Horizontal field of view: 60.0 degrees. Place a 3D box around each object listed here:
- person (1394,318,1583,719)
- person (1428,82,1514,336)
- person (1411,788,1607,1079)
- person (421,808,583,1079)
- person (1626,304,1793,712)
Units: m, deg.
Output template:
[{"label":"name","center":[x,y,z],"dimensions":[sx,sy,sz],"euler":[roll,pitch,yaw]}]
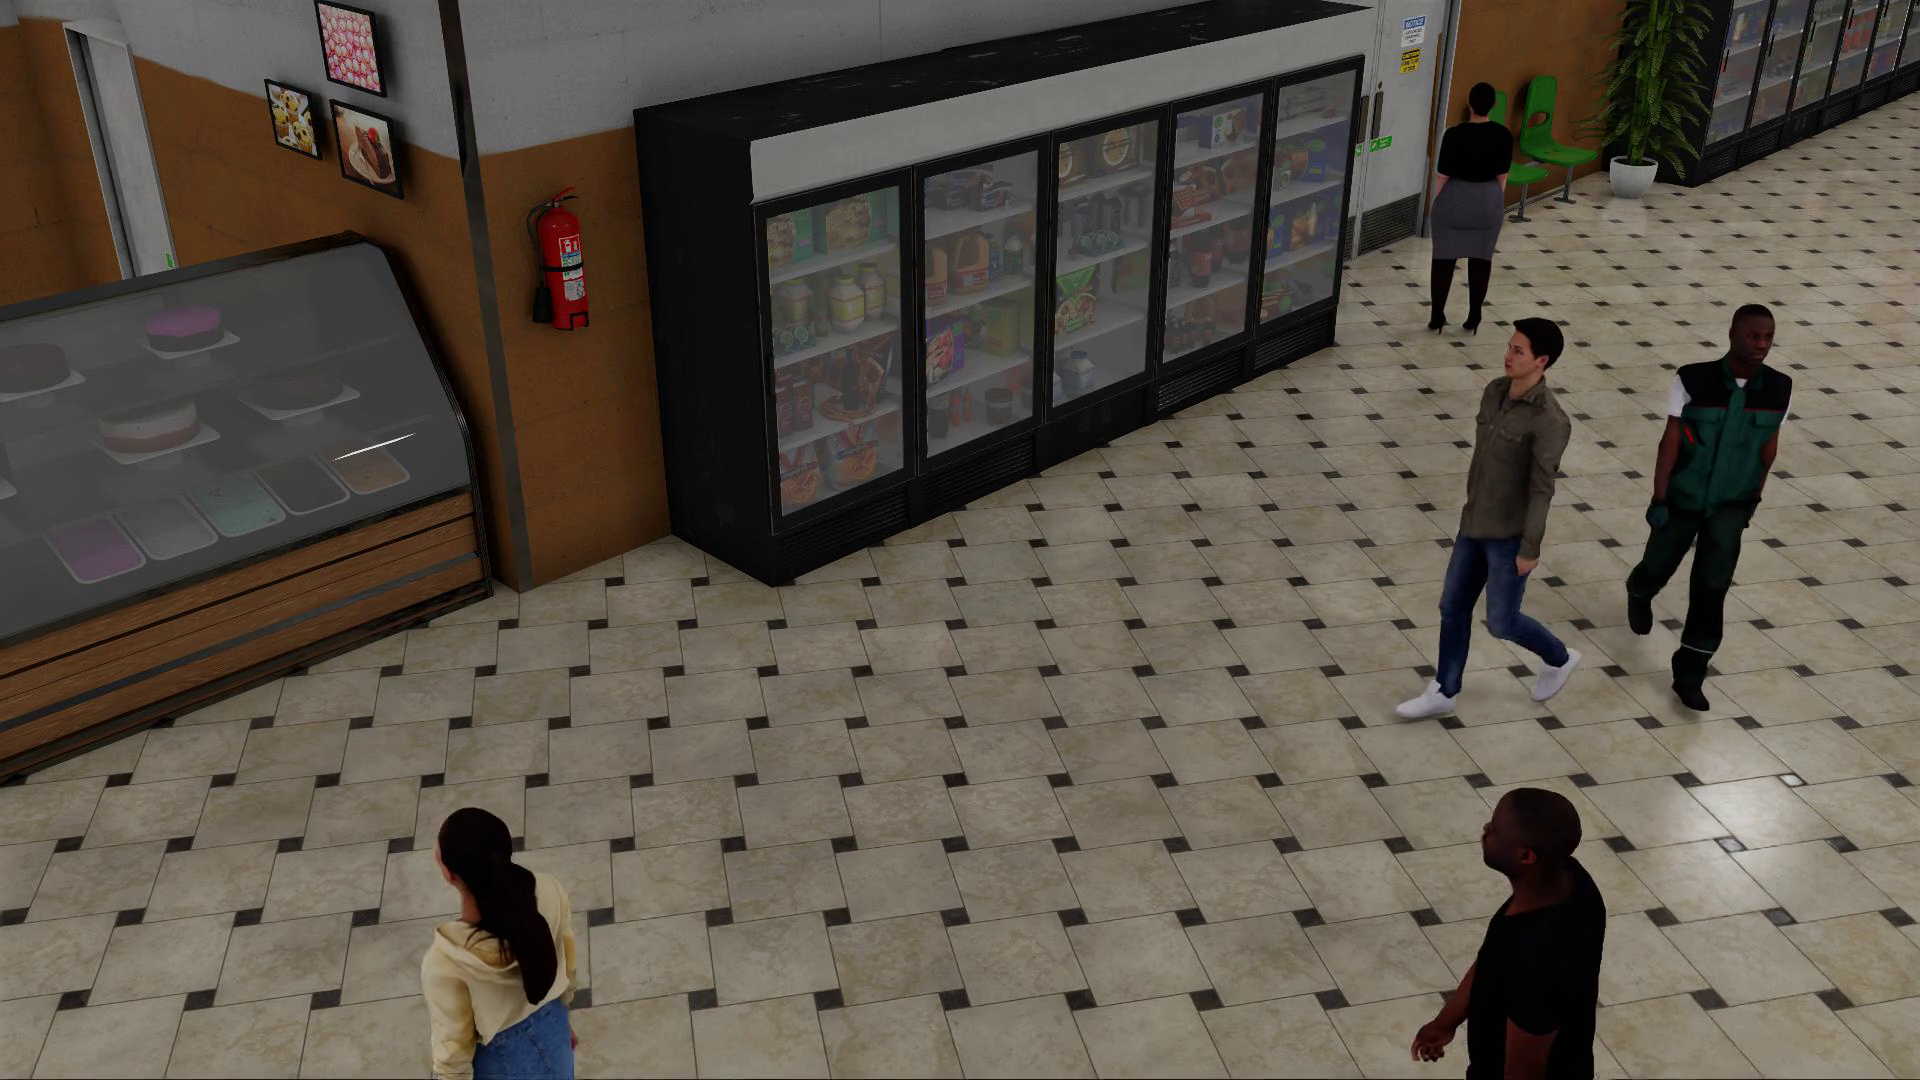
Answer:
[{"label":"person","center":[2.386,-0.051,7.091],"dimensions":[1.093,1.843,1.154],"euler":[-7,28,-14]},{"label":"person","center":[3.562,-2.300,11.623],"dimensions":[0.751,1.756,0.833],"euler":[4,27,8]},{"label":"person","center":[1.508,1.454,4.203],"dimensions":[1.261,1.772,0.874],"euler":[14,30,25]},{"label":"person","center":[-1.142,1.427,4.422],"dimensions":[0.798,1.620,0.673],"euler":[21,33,35]},{"label":"person","center":[3.284,-0.204,7.430],"dimensions":[1.192,1.809,1.166],"euler":[4,27,8]}]
